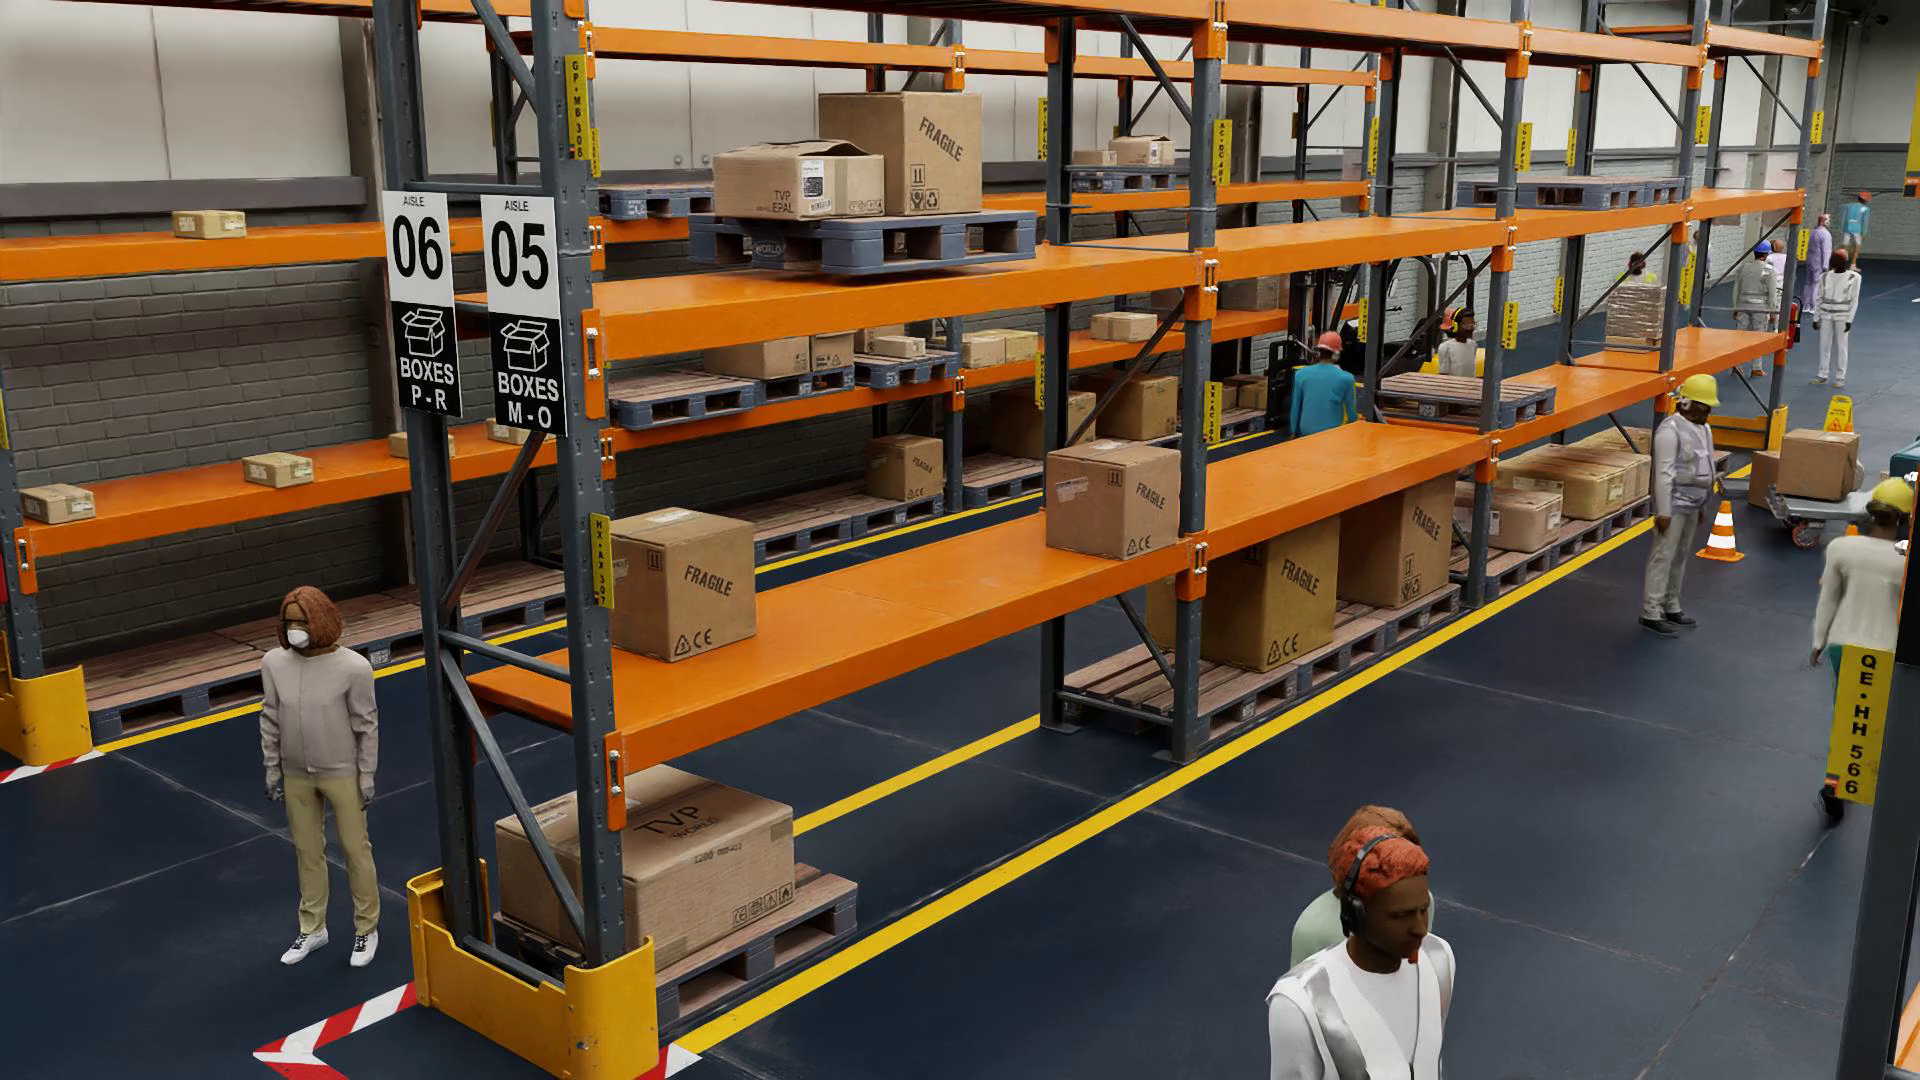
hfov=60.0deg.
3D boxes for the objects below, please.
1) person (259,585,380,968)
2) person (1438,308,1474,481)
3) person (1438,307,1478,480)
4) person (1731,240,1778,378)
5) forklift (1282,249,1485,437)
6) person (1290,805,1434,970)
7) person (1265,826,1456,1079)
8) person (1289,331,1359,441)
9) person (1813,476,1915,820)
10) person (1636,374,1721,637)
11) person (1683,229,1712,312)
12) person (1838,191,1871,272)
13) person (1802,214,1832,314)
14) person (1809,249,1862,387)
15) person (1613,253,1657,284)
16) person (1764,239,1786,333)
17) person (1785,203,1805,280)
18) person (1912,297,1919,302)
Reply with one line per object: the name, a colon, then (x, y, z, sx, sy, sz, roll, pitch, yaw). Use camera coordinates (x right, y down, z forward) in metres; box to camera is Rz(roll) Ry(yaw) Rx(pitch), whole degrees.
person: (-2.651, 0.982, 6.911, 0.499, 1.633, 0.286, 2, 14, 6)
person: (4.965, -1.447, 16.596, 0.450, 1.729, 0.600, 5, 15, 18)
person: (4.605, -1.222, 15.400, 0.536, 1.869, 0.314, -10, 17, -35)
person: (11.269, -3.277, 23.600, 0.396, 1.946, 0.617, -11, 18, -38)
forklift: (4.886, -2.214, 18.767, 2.313, 2.155, 1.214, 11, 18, 38)
person: (1.135, 1.512, 4.776, 0.498, 1.624, 0.302, -8, 16, -28)
person: (0.957, 1.578, 3.973, 0.574, 1.883, 0.355, -10, 17, -36)
person: (3.274, -0.994, 14.778, 0.583, 1.708, 0.851, 9, 17, 33)
person: (4.615, 0.545, 8.492, 0.811, 1.739, 0.533, -12, 19, -41)
person: (5.008, -0.249, 11.540, 0.608, 1.826, 0.403, -12, 18, -41)
person: (14.082, -5.135, 31.821, 0.538, 1.623, 0.347, 5, 15, 21)
person: (22.254, -7.682, 41.467, 0.402, 1.996, 0.744, -11, 17, -37)
person: (16.468, -5.289, 31.906, 0.400, 1.900, 0.647, 0, 14, -1)
person: (11.992, -3.041, 22.800, 0.345, 1.876, 0.577, -10, 17, -36)
person: (9.409, -3.111, 23.257, 0.572, 1.795, 0.988, 2, 14, 7)
person: (13.956, -4.341, 28.572, 0.516, 1.641, 0.308, -3, 14, -13)
person: (19.687, -7.069, 39.286, 0.341, 1.839, 0.501, 3, 14, 14)
person: (19.739, -5.692, 33.867, 0.304, 1.740, 0.485, 0, 14, 1)
